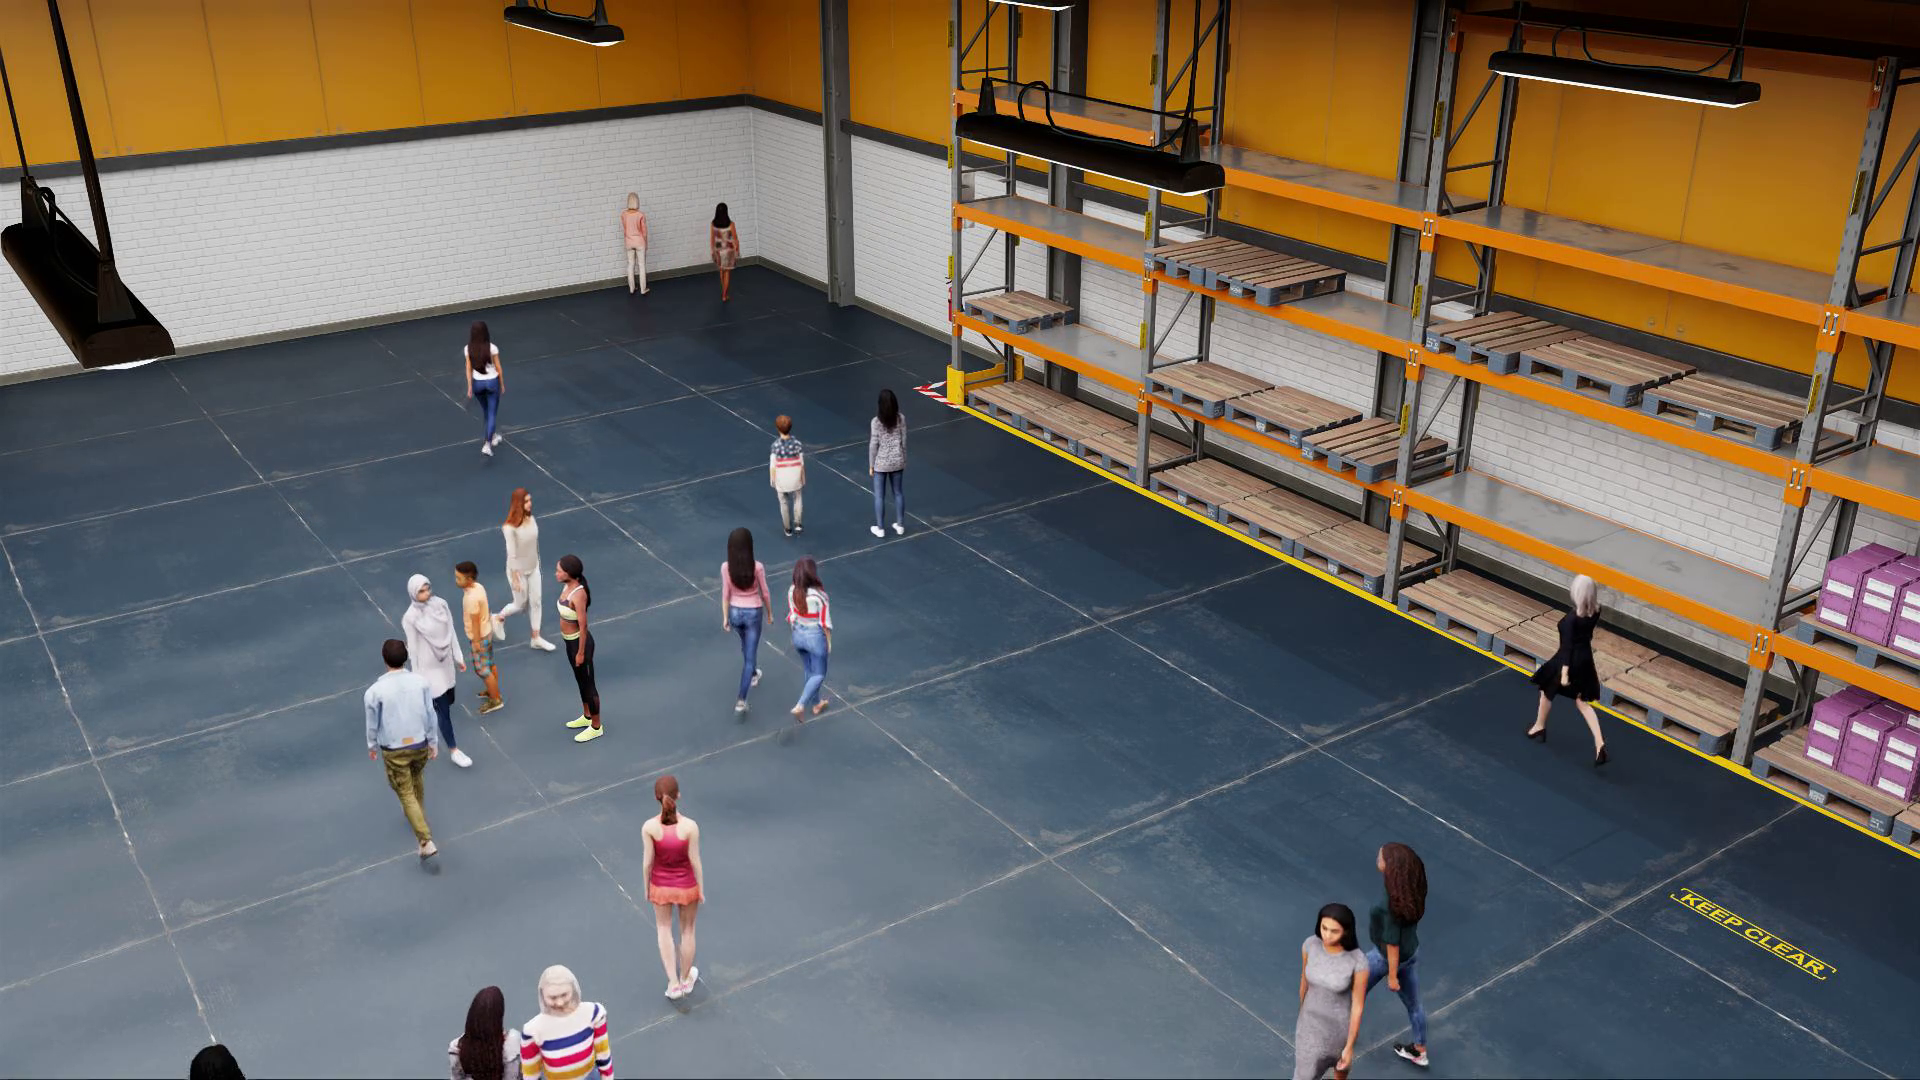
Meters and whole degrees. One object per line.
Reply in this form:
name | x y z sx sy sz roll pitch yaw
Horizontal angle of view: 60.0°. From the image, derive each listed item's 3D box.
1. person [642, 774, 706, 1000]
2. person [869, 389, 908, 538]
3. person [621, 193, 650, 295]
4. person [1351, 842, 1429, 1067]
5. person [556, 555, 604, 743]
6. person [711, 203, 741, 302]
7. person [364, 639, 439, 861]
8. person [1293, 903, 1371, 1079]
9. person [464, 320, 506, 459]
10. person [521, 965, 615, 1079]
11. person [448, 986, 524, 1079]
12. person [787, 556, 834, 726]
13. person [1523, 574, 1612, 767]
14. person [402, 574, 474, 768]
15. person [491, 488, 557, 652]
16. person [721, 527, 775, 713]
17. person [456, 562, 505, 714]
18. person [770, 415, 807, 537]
person | -1.946 2.390 11.385 0.748 1.745 0.827 -1 24 -2
person | -0.811 -0.878 18.877 0.644 1.731 0.575 -11 26 -24
person | -5.580 -5.099 28.542 0.663 1.725 0.716 3 24 7
person | 2.900 2.734 10.808 1.130 1.575 0.817 18 30 36
person | -3.357 0.931 14.709 0.648 1.755 0.497 -11 26 -23
person | -4.014 -4.852 28.099 0.950 1.625 1.009 4 24 9
person | -4.327 1.662 13.012 0.726 1.775 1.172 -18 30 -36
person | 2.287 2.944 10.139 1.159 1.726 0.985 13 27 27
person | -6.055 -1.890 21.184 1.046 1.737 1.181 1 24 3
person | -2.238 3.151 9.576 0.719 1.798 0.778 -11 26 -23
person | -2.623 3.307 9.446 0.842 1.616 0.992 -5 24 -10
person | -1.380 0.928 14.916 0.946 1.595 0.904 12 26 26
person | 5.329 1.150 14.272 0.598 1.704 1.132 -14 27 -28
person | -4.570 1.084 14.358 1.135 1.755 0.885 15 28 31
person | -4.336 0.290 16.262 1.031 1.685 0.870 12 26 25
person | -1.965 0.748 15.191 1.082 1.703 1.154 4 24 8
person | -4.394 0.864 15.238 0.685 1.455 0.555 -4 24 -10
person | -1.940 -0.714 18.870 0.605 1.435 0.598 -5 24 -12
